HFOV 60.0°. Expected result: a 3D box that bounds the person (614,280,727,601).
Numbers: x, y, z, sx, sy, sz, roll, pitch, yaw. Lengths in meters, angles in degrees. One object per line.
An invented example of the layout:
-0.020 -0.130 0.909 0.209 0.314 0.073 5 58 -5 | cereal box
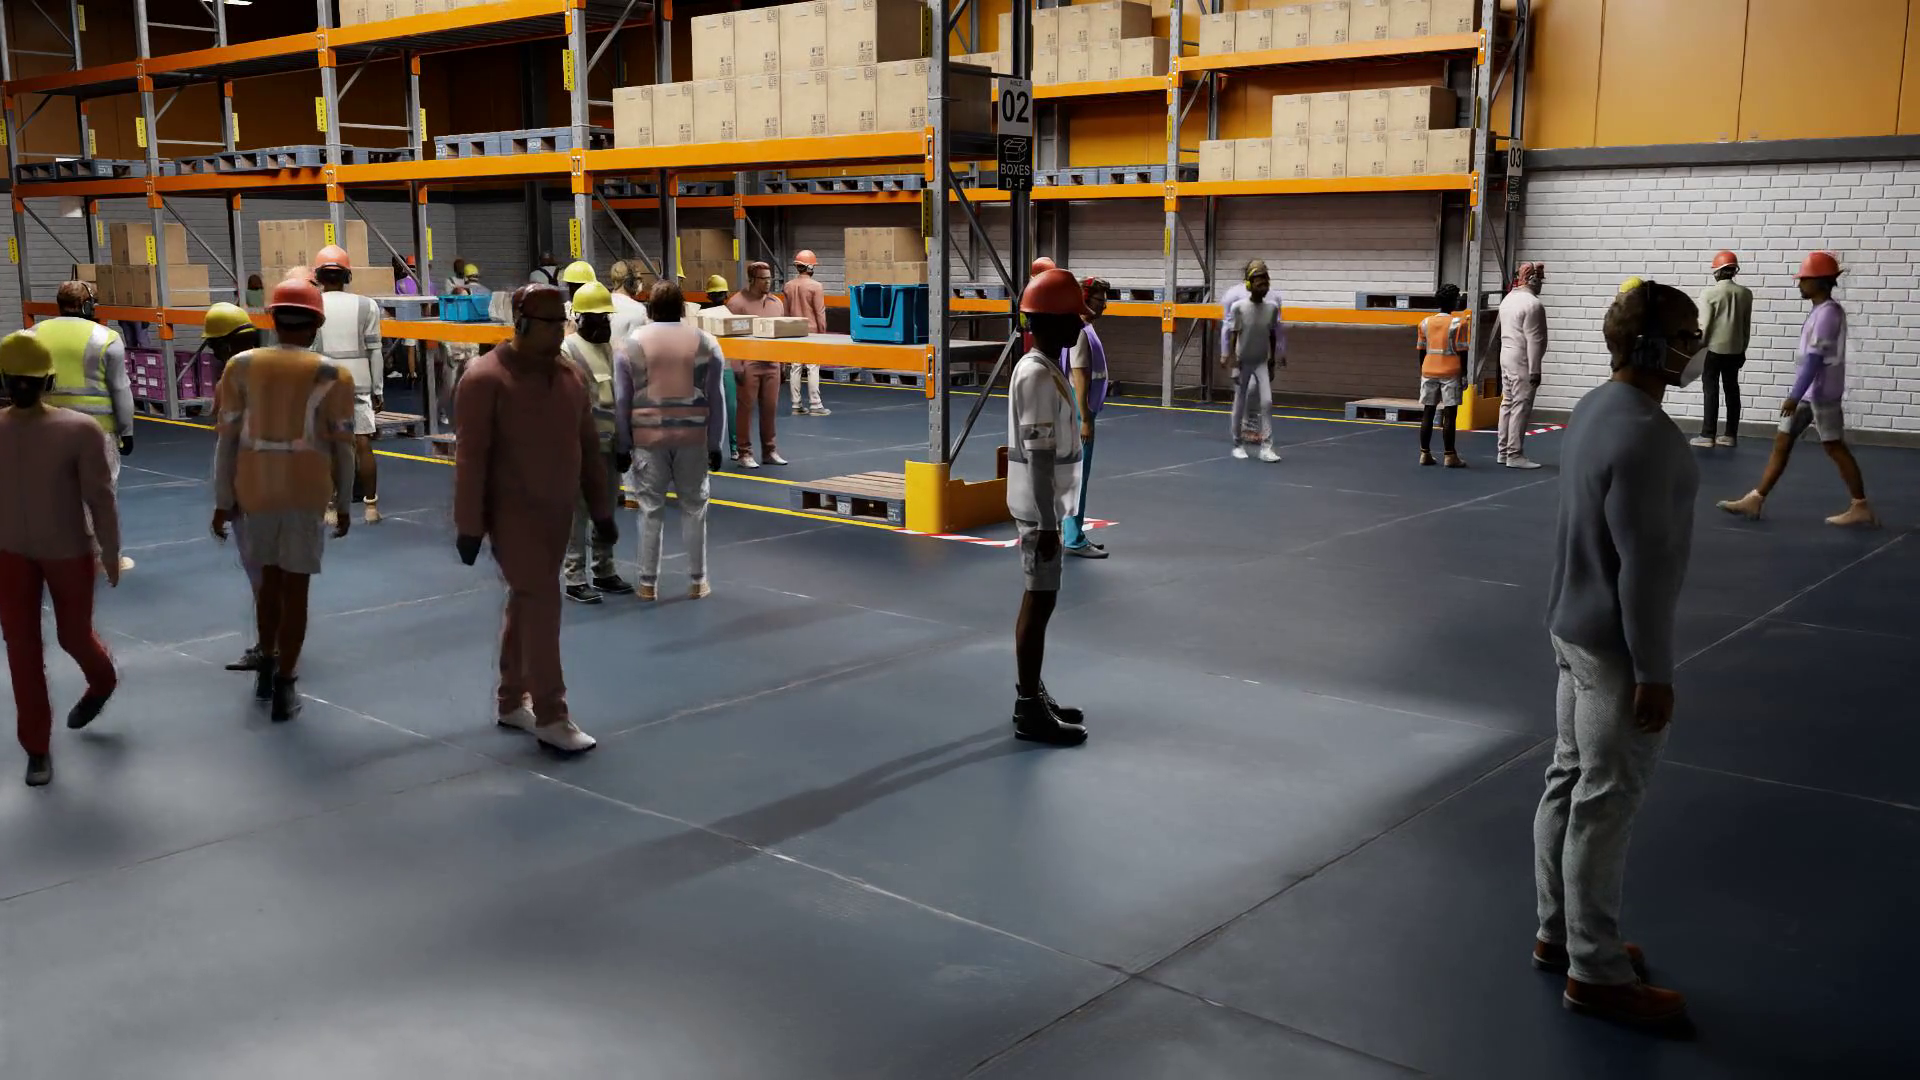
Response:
-1.659 -0.561 9.559 0.651 1.841 0.429 -3 10 -16 | person

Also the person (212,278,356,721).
-2.926 -0.188 7.289 0.596 1.883 0.685 -1 10 -5 | person

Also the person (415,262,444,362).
-9.459 -4.028 29.410 0.675 1.809 0.688 -9 13 -42 | person

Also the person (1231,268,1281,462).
2.797 -1.644 15.757 0.509 1.825 0.836 -2 10 -9 | person

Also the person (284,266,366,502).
-5.170 -1.197 13.076 0.953 1.864 0.578 -3 10 -14 | person

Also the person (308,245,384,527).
-4.507 -1.111 12.100 0.607 2.044 0.372 -5 11 -27 | person

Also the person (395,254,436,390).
-7.800 -3.122 23.848 0.552 1.935 0.366 -4 11 -22 | person

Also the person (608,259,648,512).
-2.581 -1.183 12.808 0.635 1.937 0.352 9 14 43 | person

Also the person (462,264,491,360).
-7.084 -3.121 24.250 0.859 1.802 0.595 7 12 34 | person

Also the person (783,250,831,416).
-1.854 -2.491 20.095 0.609 1.995 0.376 7 12 33 | person

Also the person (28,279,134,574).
-5.443 -0.691 10.333 0.634 1.834 0.430 0 10 0 | person

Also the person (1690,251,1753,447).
7.758 -1.944 16.982 0.621 1.992 0.397 -3 10 -14 | person

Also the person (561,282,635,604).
-2.095 -0.561 9.568 0.403 1.830 0.598 5 11 26 | person

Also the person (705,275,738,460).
-2.299 -1.635 15.871 0.533 1.768 0.311 0 10 2 | person

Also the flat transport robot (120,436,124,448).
-9.025 -1.000 16.508 1.431 0.197 0.652 5 11 25 | flat transport robot

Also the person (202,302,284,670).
-3.443 -0.255 8.021 0.330 1.765 0.526 -1 10 -4 | person

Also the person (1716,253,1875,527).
6.204 -1.086 12.125 1.054 1.992 0.611 3 10 16 | person

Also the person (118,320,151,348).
-12.968 -3.493 26.067 0.637 1.904 0.403 4 11 24 | person

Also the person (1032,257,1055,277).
0.763 -1.649 15.463 0.357 1.937 0.550 8 13 39 | person

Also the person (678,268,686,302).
-3.782 -2.745 22.023 0.403 1.826 0.586 -5 11 -25 | person

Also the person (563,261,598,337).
-3.049 -1.269 13.366 0.384 1.919 0.584 0 10 -2 | person

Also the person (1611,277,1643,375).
6.489 -1.678 16.182 0.310 1.743 0.493 3 10 16 | person

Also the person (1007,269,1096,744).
0.372 -0.138 6.857 0.356 1.937 0.552 0 10 3 | person

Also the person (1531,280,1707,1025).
1.754 0.288 4.429 0.374 1.941 0.627 1 10 6 | person

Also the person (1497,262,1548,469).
5.204 -1.607 15.351 0.398 1.897 0.646 -1 10 -6 | person

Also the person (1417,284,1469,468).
4.472 -1.515 15.385 0.319 1.697 0.532 -8 13 -40 | person

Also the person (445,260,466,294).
-8.545 -3.865 28.415 1.011 1.833 0.587 8 13 38 | person

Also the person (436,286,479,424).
-5.722 -2.097 18.958 0.835 1.605 0.504 9 14 43 | person

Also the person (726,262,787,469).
-1.853 -1.609 15.366 0.638 1.899 0.401 -9 13 -41 | person

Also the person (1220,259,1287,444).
3.037 -1.927 17.136 0.727 1.903 0.576 -4 11 -23 | person

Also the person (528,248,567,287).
-7.048 -3.950 28.268 0.710 2.000 0.886 -7 12 -36 | person

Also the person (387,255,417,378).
-8.728 -3.490 25.996 0.591 1.922 0.392 2 10 10 | person

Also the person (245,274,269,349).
-11.352 -3.489 26.872 0.496 1.602 0.795 -1 10 -7 | person

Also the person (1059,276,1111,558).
0.789 -0.807 10.952 0.389 1.837 0.563 0 10 2 | person

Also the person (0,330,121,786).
-3.563 0.027 6.527 0.529 1.726 0.766 -3 10 -15 | person

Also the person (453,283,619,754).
-1.651 -0.091 6.764 0.810 1.873 0.646 5 11 26 | person
